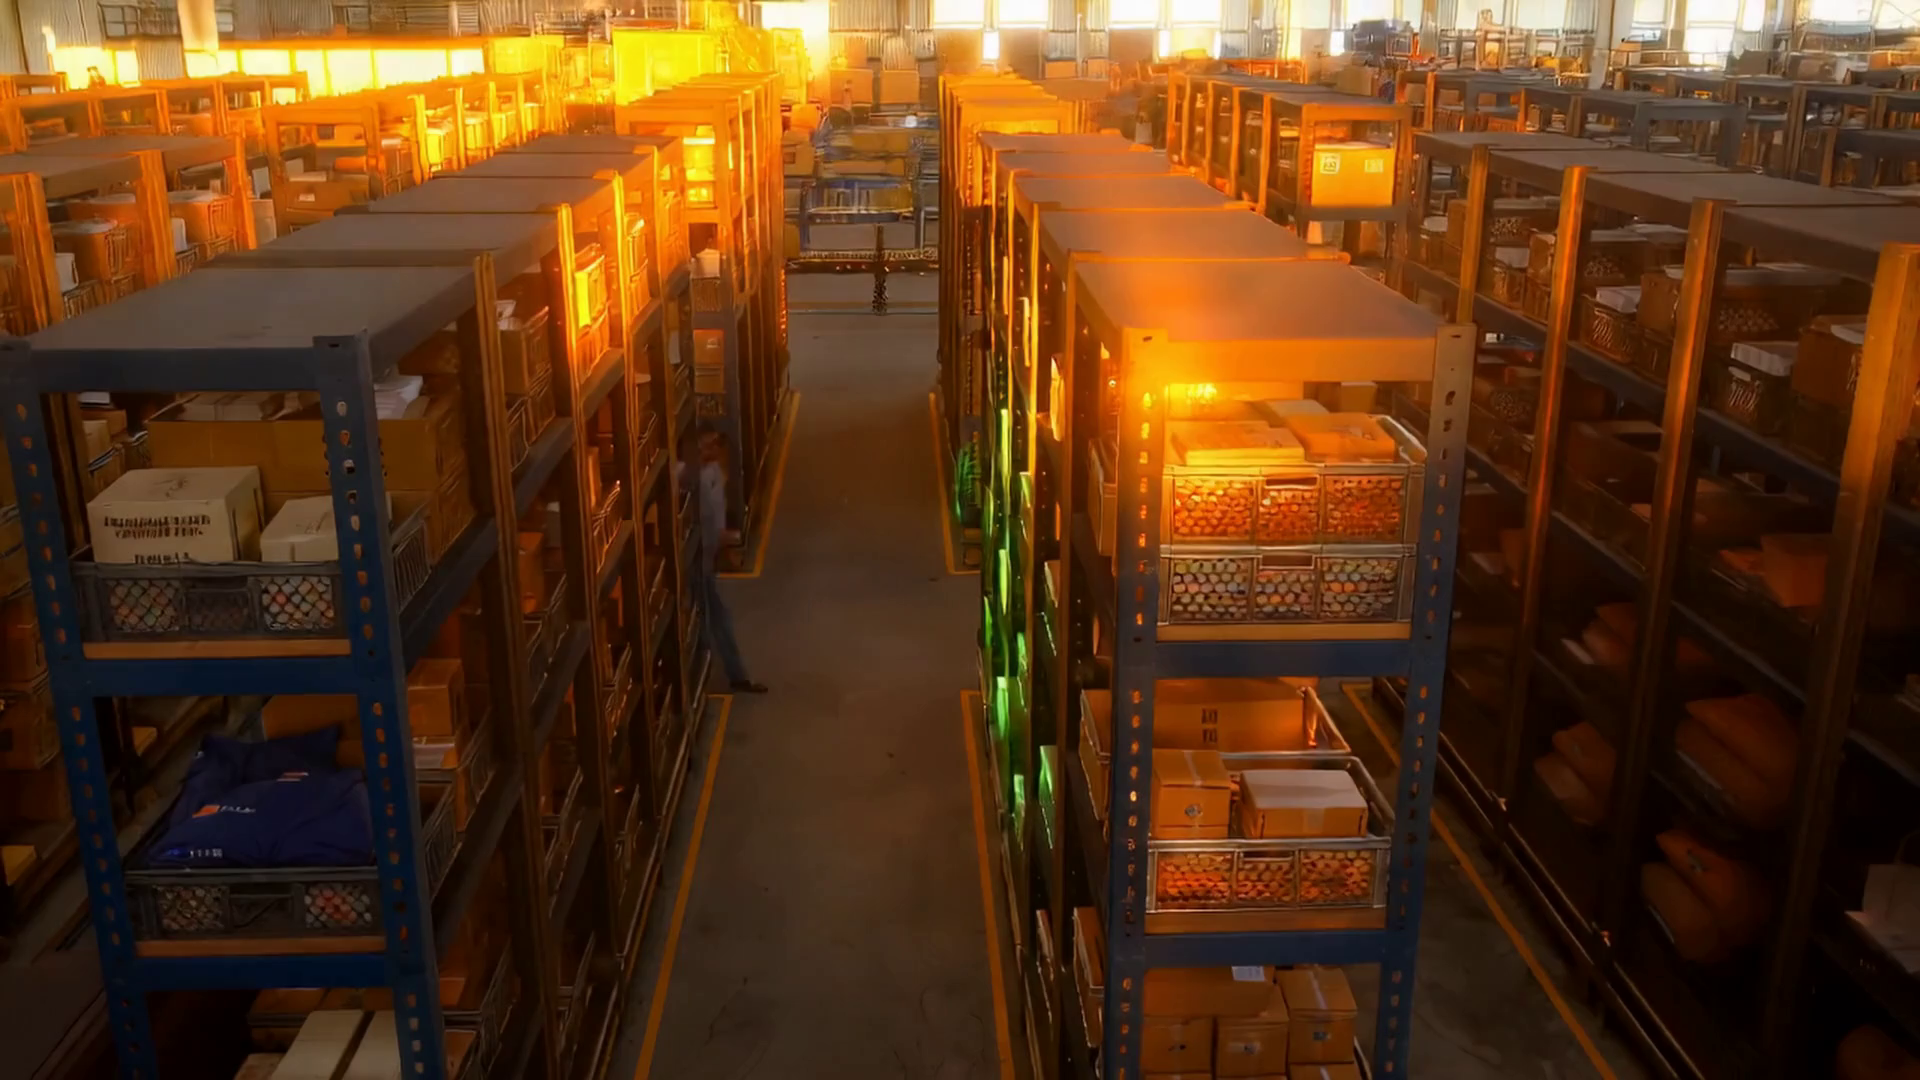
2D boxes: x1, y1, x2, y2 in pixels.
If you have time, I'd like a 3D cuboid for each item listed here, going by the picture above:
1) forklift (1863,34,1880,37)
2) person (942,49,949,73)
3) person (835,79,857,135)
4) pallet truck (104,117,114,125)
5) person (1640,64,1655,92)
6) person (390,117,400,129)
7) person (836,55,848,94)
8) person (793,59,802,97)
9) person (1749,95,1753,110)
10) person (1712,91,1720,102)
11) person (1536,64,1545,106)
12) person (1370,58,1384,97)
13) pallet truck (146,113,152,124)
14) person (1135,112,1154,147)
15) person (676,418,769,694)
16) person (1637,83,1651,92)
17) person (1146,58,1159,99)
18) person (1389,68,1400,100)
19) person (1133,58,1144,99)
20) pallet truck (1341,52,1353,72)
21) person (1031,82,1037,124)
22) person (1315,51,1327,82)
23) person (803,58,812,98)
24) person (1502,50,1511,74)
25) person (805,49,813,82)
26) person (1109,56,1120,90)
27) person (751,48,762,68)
[{"bbox_3d":[44.123,-23.231,81.154,1.129,2.768,1.873,-1,18,-2],"label":"forklift"},{"bbox_3d":[-0.828,-26.552,93.141,0.996,1.822,0.544,6,19,17],"label":"person"},{"bbox_3d":[-3.698,-14.003,54.098,1.025,1.950,0.642,4,18,13],"label":"person"},{"bbox_3d":[-18.367,-7.885,35.078,1.885,1.965,0.823,1,18,2],"label":"pallet truck"},{"bbox_3d":[33.205,-22.344,80.160,0.976,1.789,0.654,12,22,33],"label":"person"},{"bbox_3d":[-18.044,-13.544,52.995,0.486,1.744,0.294,7,19,20],"label":"person"},{"bbox_3d":[-5.705,-22.440,80.278,0.592,1.903,0.523,-4,18,-12],"label":"person"},{"bbox_3d":[-7.507,-21.318,76.743,0.367,1.933,0.553,7,19,20],"label":"person"},{"bbox_3d":[27.311,-15.277,58.100,0.938,1.898,0.634,2,18,6],"label":"person"},{"bbox_3d":[21.461,-11.961,47.638,0.631,2.024,0.451,4,18,13],"label":"person"},{"bbox_3d":[24.115,-18.863,69.278,0.528,1.859,0.332,-9,20,-25],"label":"person"},{"bbox_3d":[17.920,-19.666,71.465,0.538,2.000,0.689,-2,18,-5],"label":"person"},{"bbox_3d":[-18.087,-8.309,36.390,1.885,1.965,0.823,-1,18,-4],"label":"pallet truck"},{"bbox_3d":[4.807,-10.399,43.501,0.519,1.595,0.718,-3,18,-9],"label":"person"},{"bbox_3d":[-1.706,0.078,10.747,0.941,1.807,0.579,6,19,19],"label":"person"},{"bbox_3d":[25.006,-16.049,60.916,0.520,1.639,0.309,1,18,2],"label":"person"},{"bbox_3d":[8.917,-21.120,76.216,1.039,1.894,0.623,-13,22,-34],"label":"person"},{"bbox_3d":[16.325,-16.862,62.937,0.783,1.945,0.611,0,18,-1],"label":"person"},{"bbox_3d":[8.095,-21.238,76.623,0.793,1.868,0.592,1,18,4],"label":"person"},{"bbox_3d":[18.794,-23.123,82.231,0.823,1.965,1.885,-13,22,-35],"label":"pallet truck"},{"bbox_3d":[2.340,-14.255,55.102,0.793,1.805,0.602,-6,19,-18],"label":"person"},{"bbox_3d":[18.524,-24.077,85.312,0.626,1.912,0.416,16,24,40],"label":"person"},{"bbox_3d":[-7.254,-21.587,77.771,0.505,1.807,0.866,-11,21,-31],"label":"person"},{"bbox_3d":[28.341,-24.473,86.502,0.372,1.941,0.627,-6,19,-17],"label":"person"},{"bbox_3d":[-8.513,-26.658,93.444,0.491,1.823,0.643,1,18,5],"label":"person"},{"bbox_3d":[7.308,-21.909,78.678,0.574,1.876,0.354,-5,19,-15],"label":"person"},{"bbox_3d":[-11.232,-26.170,91.789,0.592,1.916,0.375,-7,19,-20],"label":"person"}]
